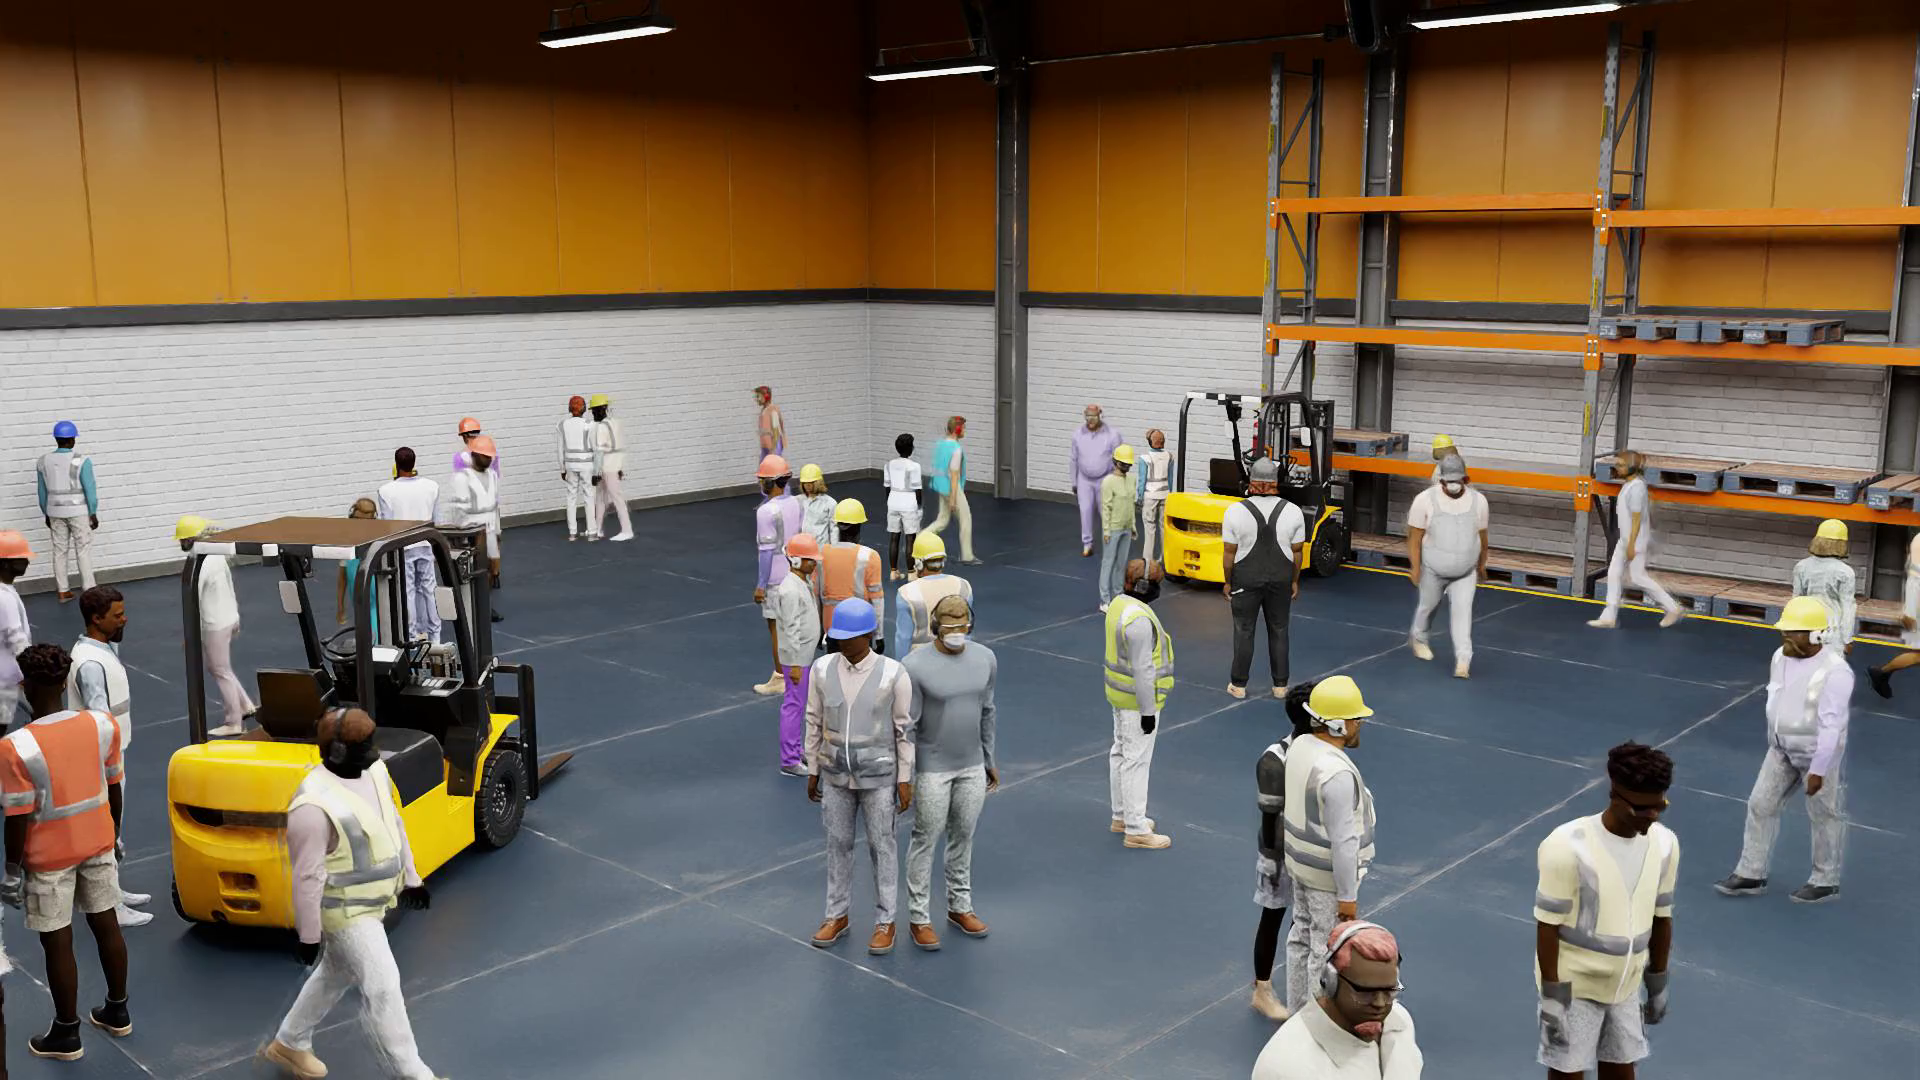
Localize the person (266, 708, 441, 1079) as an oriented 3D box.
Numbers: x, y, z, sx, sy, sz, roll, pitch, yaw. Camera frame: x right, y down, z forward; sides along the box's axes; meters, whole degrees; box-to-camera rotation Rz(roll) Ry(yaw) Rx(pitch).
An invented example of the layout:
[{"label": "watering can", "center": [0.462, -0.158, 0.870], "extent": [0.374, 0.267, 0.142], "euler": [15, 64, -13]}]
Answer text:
[{"label": "person", "center": [-2.720, 1.600, 7.349], "extent": [0.959, 1.805, 0.637], "euler": [1, 10, 4]}]

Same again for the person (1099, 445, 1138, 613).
[{"label": "person", "center": [1.660, -0.113, 17.189], "extent": [0.337, 1.761, 0.526], "euler": [9, 13, 42]}]

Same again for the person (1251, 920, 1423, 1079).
[{"label": "person", "center": [1.107, 1.998, 4.762], "extent": [0.642, 1.905, 0.401], "euler": [-9, 13, -40]}]

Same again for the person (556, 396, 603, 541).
[{"label": "person", "center": [-4.891, -0.920, 21.426], "extent": [0.575, 1.885, 0.355], "euler": [2, 10, 9]}]

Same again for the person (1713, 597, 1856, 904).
[{"label": "person", "center": [4.727, 1.216, 9.482], "extent": [0.772, 1.799, 0.614], "euler": [-3, 10, -15]}]

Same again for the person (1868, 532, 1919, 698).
[{"label": "person", "center": [7.685, 0.502, 13.238], "extent": [0.562, 1.918, 0.707], "euler": [-3, 10, -18]}]

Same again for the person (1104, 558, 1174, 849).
[{"label": "person", "center": [1.133, 1.018, 10.533], "extent": [0.429, 1.839, 0.622], "euler": [-2, 10, -9]}]

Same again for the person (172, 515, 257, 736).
[{"label": "person", "center": [-5.758, 0.667, 12.770], "extent": [0.421, 1.741, 0.535], "euler": [-1, 10, -4]}]

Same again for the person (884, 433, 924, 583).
[{"label": "person", "center": [-0.626, -0.354, 18.737], "extent": [0.533, 1.697, 0.322], "euler": [8, 13, 39]}]

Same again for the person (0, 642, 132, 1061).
[{"label": "person", "center": [-4.181, 1.439, 7.759], "extent": [0.366, 1.967, 0.603], "euler": [5, 11, 28]}]

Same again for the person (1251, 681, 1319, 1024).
[{"label": "person", "center": [1.651, 1.509, 8.149], "extent": [0.534, 1.694, 0.321], "euler": [-7, 12, -36]}]

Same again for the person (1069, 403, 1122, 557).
[{"label": "person", "center": [1.667, -0.750, 20.443], "extent": [0.663, 1.887, 0.587], "euler": [3, 10, 14]}]

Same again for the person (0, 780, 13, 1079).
[{"label": "person", "center": [-4.357, 1.594, 7.093], "extent": [1.033, 1.896, 0.689], "euler": [5, 11, 28]}]

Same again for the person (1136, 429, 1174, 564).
[{"label": "person", "center": [2.310, -0.492, 19.688], "extent": [0.518, 1.640, 0.307], "euler": [-6, 12, -32]}]

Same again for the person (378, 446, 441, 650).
[{"label": "person", "center": [-5.150, 0.081, 15.629], "extent": [0.590, 1.920, 0.399], "euler": [-9, 13, -41]}]

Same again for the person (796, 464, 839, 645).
[{"label": "person", "center": [-1.400, 0.135, 15.828], "extent": [0.492, 1.740, 0.325], "euler": [3, 10, 14]}]

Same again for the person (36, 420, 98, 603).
[{"label": "person", "center": [-9.470, -0.298, 17.703], "extent": [0.606, 1.947, 0.406], "euler": [1, 10, 3]}]

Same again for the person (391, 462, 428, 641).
[{"label": "person", "center": [-5.270, 0.098, 15.977], "extent": [0.329, 1.765, 0.525], "euler": [0, 10, 1]}]

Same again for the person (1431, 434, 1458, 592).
[{"label": "person", "center": [5.307, -0.300, 18.315], "extent": [0.311, 1.738, 0.483], "euler": [9, 14, 43]}]

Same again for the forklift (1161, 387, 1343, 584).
[{"label": "forklift", "center": [3.298, -0.608, 18.767], "extent": [1.214, 2.155, 2.313], "euler": [9, 13, 42]}]

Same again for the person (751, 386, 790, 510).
[{"label": "person", "center": [-2.700, -1.284, 23.718], "extent": [0.430, 1.831, 0.607], "euler": [-5, 11, -27]}]

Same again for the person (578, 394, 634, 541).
[{"label": "person", "center": [-4.619, -0.924, 21.424], "extent": [0.837, 1.878, 0.722], "euler": [0, 10, -1]}]

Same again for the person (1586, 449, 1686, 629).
[{"label": "person", "center": [6.708, 0.006, 16.376], "extent": [0.851, 1.816, 0.521], "euler": [1, 10, 8]}]

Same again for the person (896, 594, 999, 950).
[{"label": "person", "center": [-0.064, 1.234, 9.011], "extent": [0.633, 1.936, 0.355], "euler": [-6, 12, -32]}]

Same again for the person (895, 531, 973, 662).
[{"label": "person", "center": [-0.199, 0.845, 11.526], "extent": [0.589, 1.833, 0.404], "euler": [-6, 12, -30]}]

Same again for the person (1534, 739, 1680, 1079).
[{"label": "person", "center": [2.476, 1.694, 6.363], "extent": [0.633, 1.943, 0.453], "euler": [-4, 11, -19]}]

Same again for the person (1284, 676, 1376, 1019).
[{"label": "person", "center": [1.704, 1.519, 7.687], "extent": [0.404, 1.833, 0.592], "euler": [-2, 10, -10]}]

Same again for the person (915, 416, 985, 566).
[{"label": "person", "center": [-0.164, -0.569, 19.663], "extent": [0.850, 1.807, 0.555], "euler": [-4, 11, -24]}]

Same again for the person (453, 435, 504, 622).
[{"label": "person", "center": [-4.862, -0.109, 16.751], "extent": [0.537, 1.909, 0.547], "euler": [5, 11, 28]}]

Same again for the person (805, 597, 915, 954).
[{"label": "person", "center": [-0.545, 1.251, 8.894], "extent": [0.615, 1.942, 0.407], "euler": [3, 10, 18]}]

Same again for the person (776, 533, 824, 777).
[{"label": "person", "center": [-1.135, 0.812, 11.946], "extent": [0.345, 1.746, 0.573], "euler": [0, 10, 2]}]

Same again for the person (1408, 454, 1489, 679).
[{"label": "person", "center": [4.359, 0.152, 14.880], "extent": [0.724, 2.000, 1.014], "euler": [1, 10, 5]}]

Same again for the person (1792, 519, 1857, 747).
[{"label": "person", "center": [6.536, 0.704, 12.591], "extent": [0.302, 1.742, 0.486], "euler": [-6, 12, -31]}]

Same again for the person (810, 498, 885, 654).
[{"label": "person", "center": [-0.824, 0.650, 12.365], "extent": [0.586, 1.928, 0.380], "euler": [4, 11, 24]}]

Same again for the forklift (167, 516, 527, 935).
[{"label": "forklift", "center": [-3.583, 0.976, 9.748], "extent": [1.214, 2.155, 2.313], "euler": [2, 10, 11]}]

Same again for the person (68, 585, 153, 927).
[{"label": "person", "center": [-4.787, 1.198, 9.279], "extent": [0.370, 1.915, 0.597], "euler": [-5, 11, -26]}]

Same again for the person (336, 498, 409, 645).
[{"label": "person", "center": [-4.763, 0.524, 13.478], "extent": [0.576, 1.803, 0.706], "euler": [3, 11, 19]}]

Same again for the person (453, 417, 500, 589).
[{"label": "person", "center": [-5.318, -0.389, 18.276], "extent": [0.375, 1.931, 0.542], "euler": [9, 14, 43]}]

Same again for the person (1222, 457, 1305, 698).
[{"label": "person", "center": [2.518, 0.311, 13.973], "extent": [0.682, 2.000, 0.537], "euler": [0, 10, 0]}]

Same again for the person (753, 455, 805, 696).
[{"label": "person", "center": [-1.552, 0.297, 14.047], "extent": [0.373, 2.044, 0.606], "euler": [4, 11, 23]}]
